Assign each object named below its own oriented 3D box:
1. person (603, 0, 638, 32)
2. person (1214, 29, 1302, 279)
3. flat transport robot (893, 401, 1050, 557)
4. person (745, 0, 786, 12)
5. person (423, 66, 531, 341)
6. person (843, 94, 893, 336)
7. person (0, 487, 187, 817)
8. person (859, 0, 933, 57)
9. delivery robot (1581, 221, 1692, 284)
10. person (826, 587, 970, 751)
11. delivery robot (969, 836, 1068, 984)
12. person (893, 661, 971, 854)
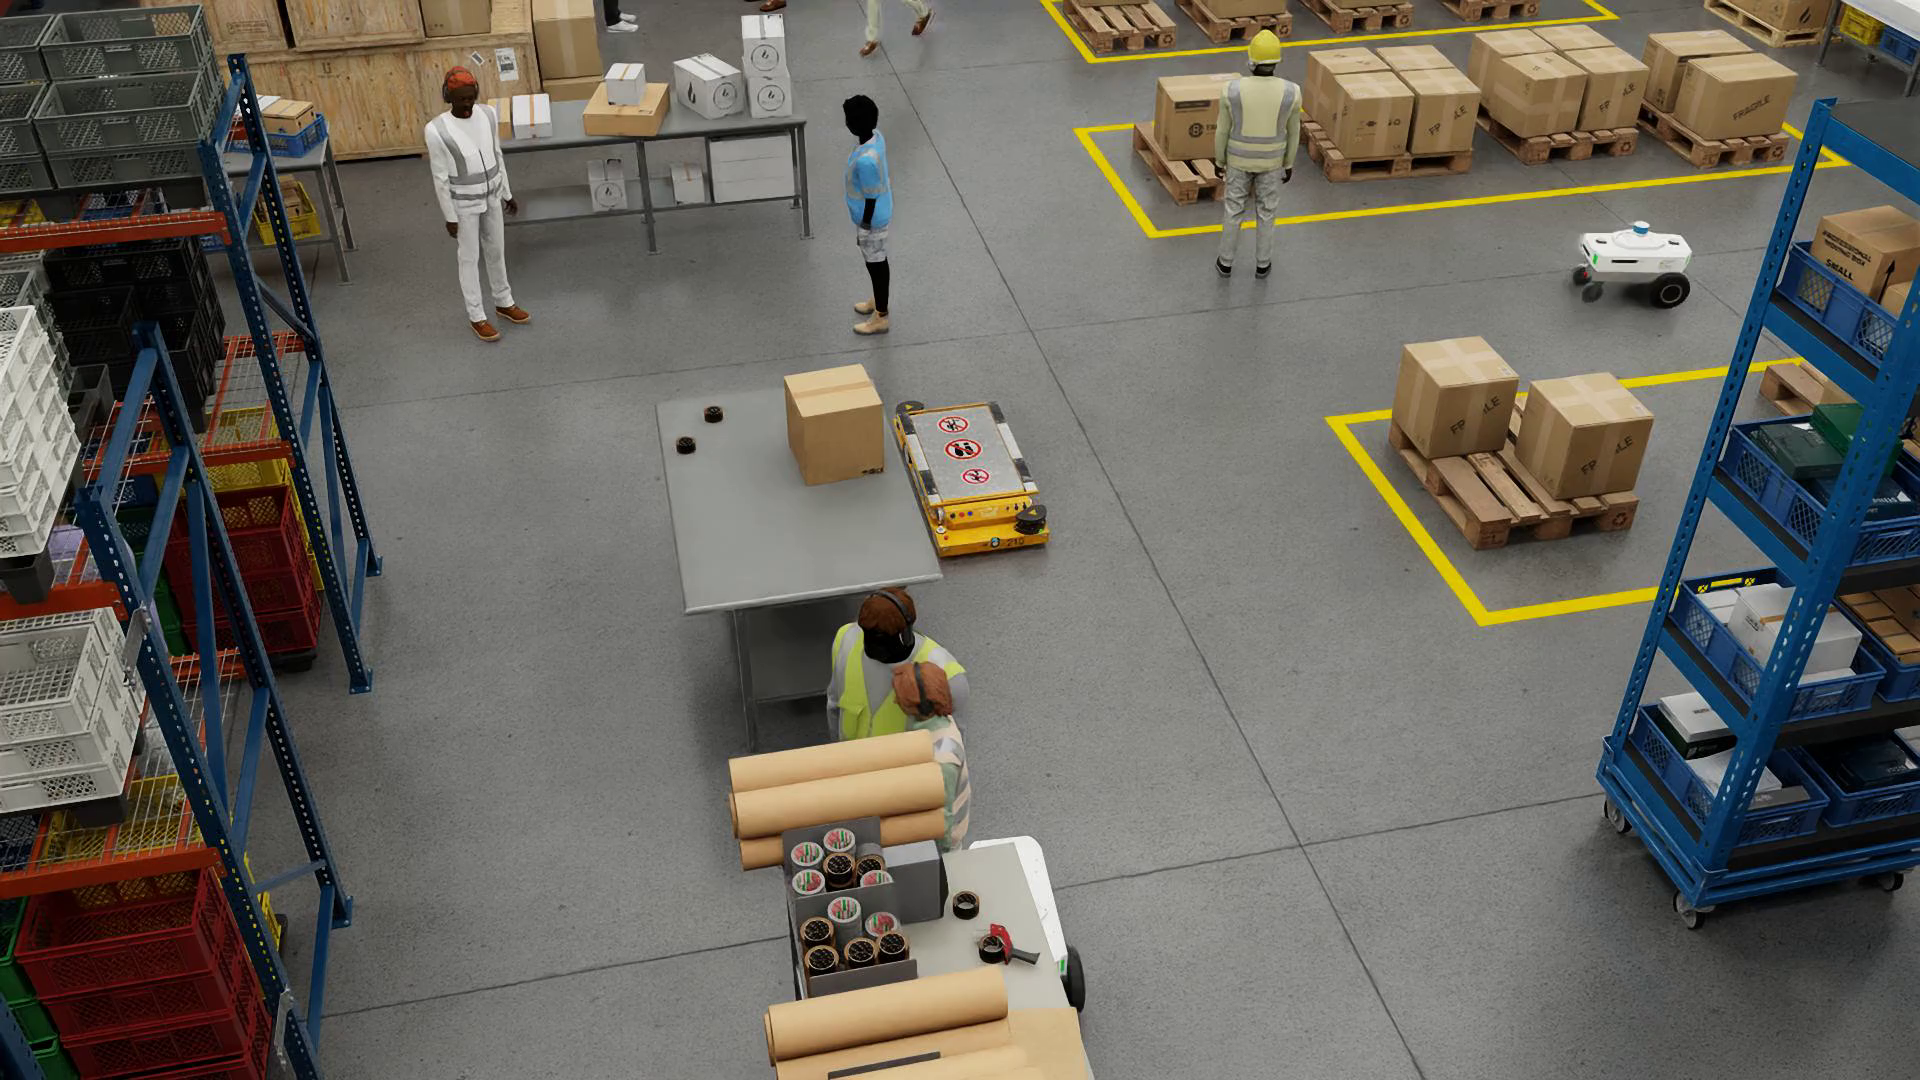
[{"bbox_3d":[-3.415,-5.903,16.106,0.388,1.911,0.591,-9,38,-12],"label":"person"},{"bbox_3d":[2.111,-2.743,11.916,0.591,1.835,0.403,4,37,5],"label":"person"},{"bbox_3d":[0.046,-0.430,10.108,0.652,0.197,1.431,-8,37,-10],"label":"flat transport robot"},{"bbox_3d":[-2.007,-6.283,16.617,0.402,1.904,0.651,-20,41,-25],"label":"person"},{"bbox_3d":[-3.264,-2.279,11.251,0.354,1.886,0.572,24,43,29],"label":"person"},{"bbox_3d":[-0.619,-2.211,11.318,0.318,1.692,0.529,1,37,1],"label":"person"},{"bbox_3d":[-3.882,0.491,7.490,0.633,1.932,0.369,-1,37,-1],"label":"person"},{"bbox_3d":[-0.649,-5.586,15.756,0.581,1.827,0.883,23,42,28],"label":"person"},{"bbox_3d":[4.855,-2.055,11.981,0.707,0.478,0.477,1,37,2],"label":"delivery robot"},{"bbox_3d":[-0.283,0.949,6.949,0.628,1.843,0.429,16,40,21],"label":"person"},{"bbox_3d":[0.232,1.591,7.081,0.477,0.478,0.707,-5,37,-7],"label":"delivery robot"},{"bbox_3d":[-0.113,1.142,6.863,0.313,1.631,0.530,-8,37,-11],"label":"person"}]
